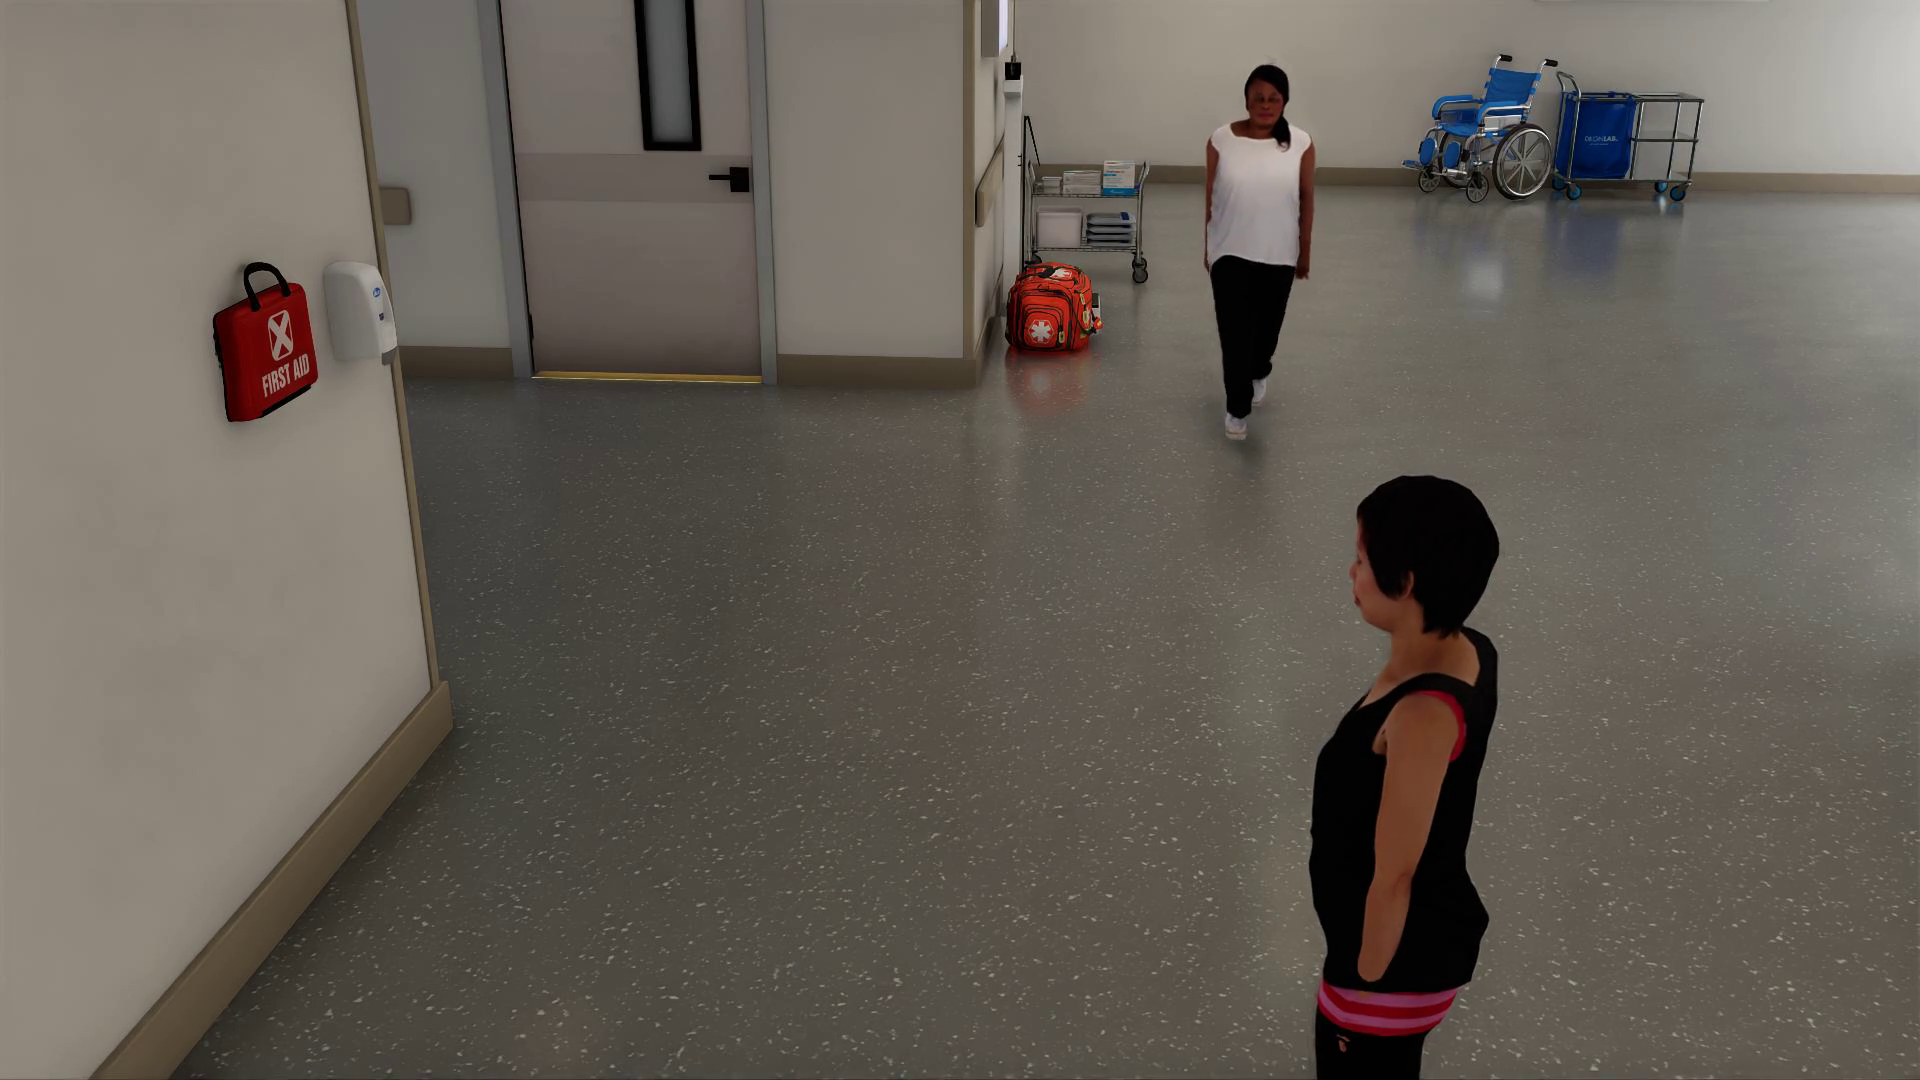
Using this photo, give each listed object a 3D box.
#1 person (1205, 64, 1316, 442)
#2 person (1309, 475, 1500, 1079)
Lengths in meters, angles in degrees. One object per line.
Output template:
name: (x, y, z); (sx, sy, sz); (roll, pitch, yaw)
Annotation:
person: (1.399, -1.354, 7.814); (0.680, 1.651, 1.101); (3, 21, 7)
person: (0.714, 0.638, 2.696); (0.666, 1.550, 0.545); (8, 22, 21)
